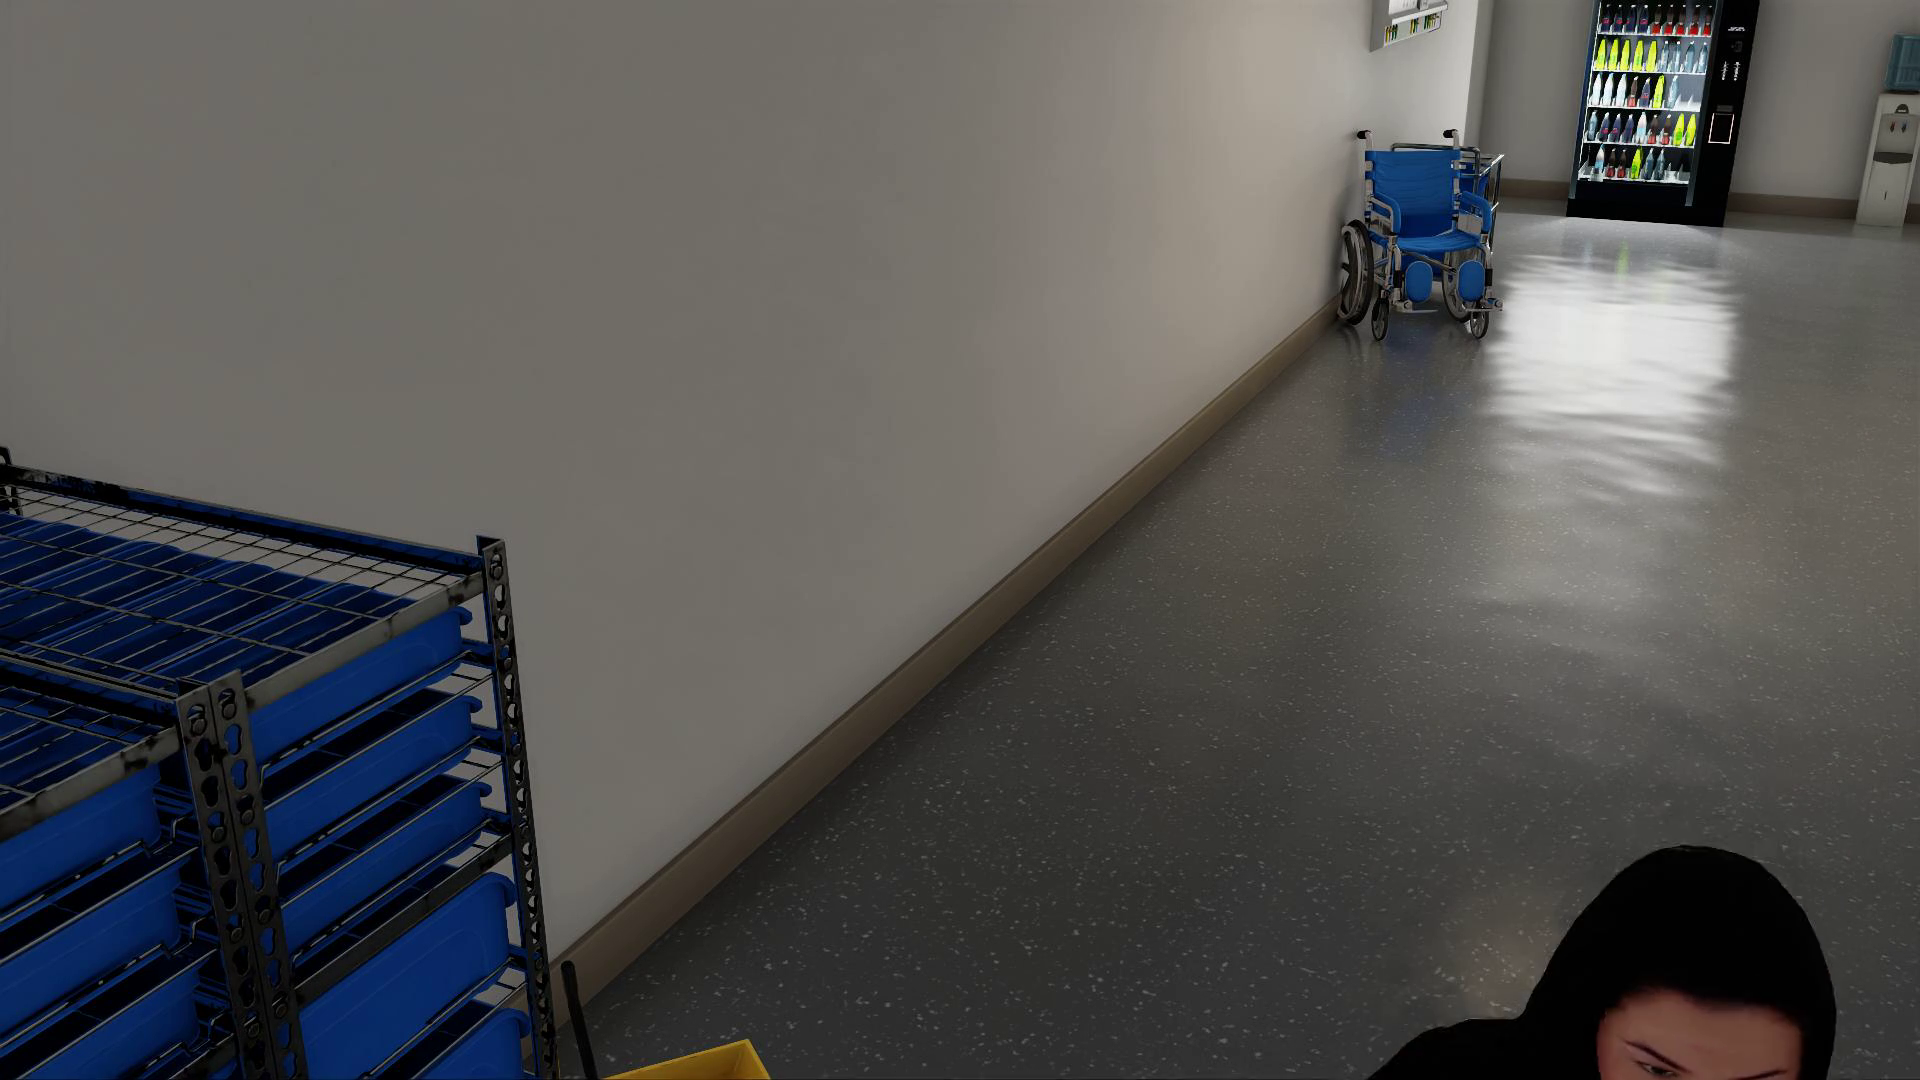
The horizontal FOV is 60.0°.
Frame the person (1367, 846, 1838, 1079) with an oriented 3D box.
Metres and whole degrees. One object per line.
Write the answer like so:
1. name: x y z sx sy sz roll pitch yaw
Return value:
1. person: 0.577 0.996 1.752 0.969 1.713 0.886 6 22 15
